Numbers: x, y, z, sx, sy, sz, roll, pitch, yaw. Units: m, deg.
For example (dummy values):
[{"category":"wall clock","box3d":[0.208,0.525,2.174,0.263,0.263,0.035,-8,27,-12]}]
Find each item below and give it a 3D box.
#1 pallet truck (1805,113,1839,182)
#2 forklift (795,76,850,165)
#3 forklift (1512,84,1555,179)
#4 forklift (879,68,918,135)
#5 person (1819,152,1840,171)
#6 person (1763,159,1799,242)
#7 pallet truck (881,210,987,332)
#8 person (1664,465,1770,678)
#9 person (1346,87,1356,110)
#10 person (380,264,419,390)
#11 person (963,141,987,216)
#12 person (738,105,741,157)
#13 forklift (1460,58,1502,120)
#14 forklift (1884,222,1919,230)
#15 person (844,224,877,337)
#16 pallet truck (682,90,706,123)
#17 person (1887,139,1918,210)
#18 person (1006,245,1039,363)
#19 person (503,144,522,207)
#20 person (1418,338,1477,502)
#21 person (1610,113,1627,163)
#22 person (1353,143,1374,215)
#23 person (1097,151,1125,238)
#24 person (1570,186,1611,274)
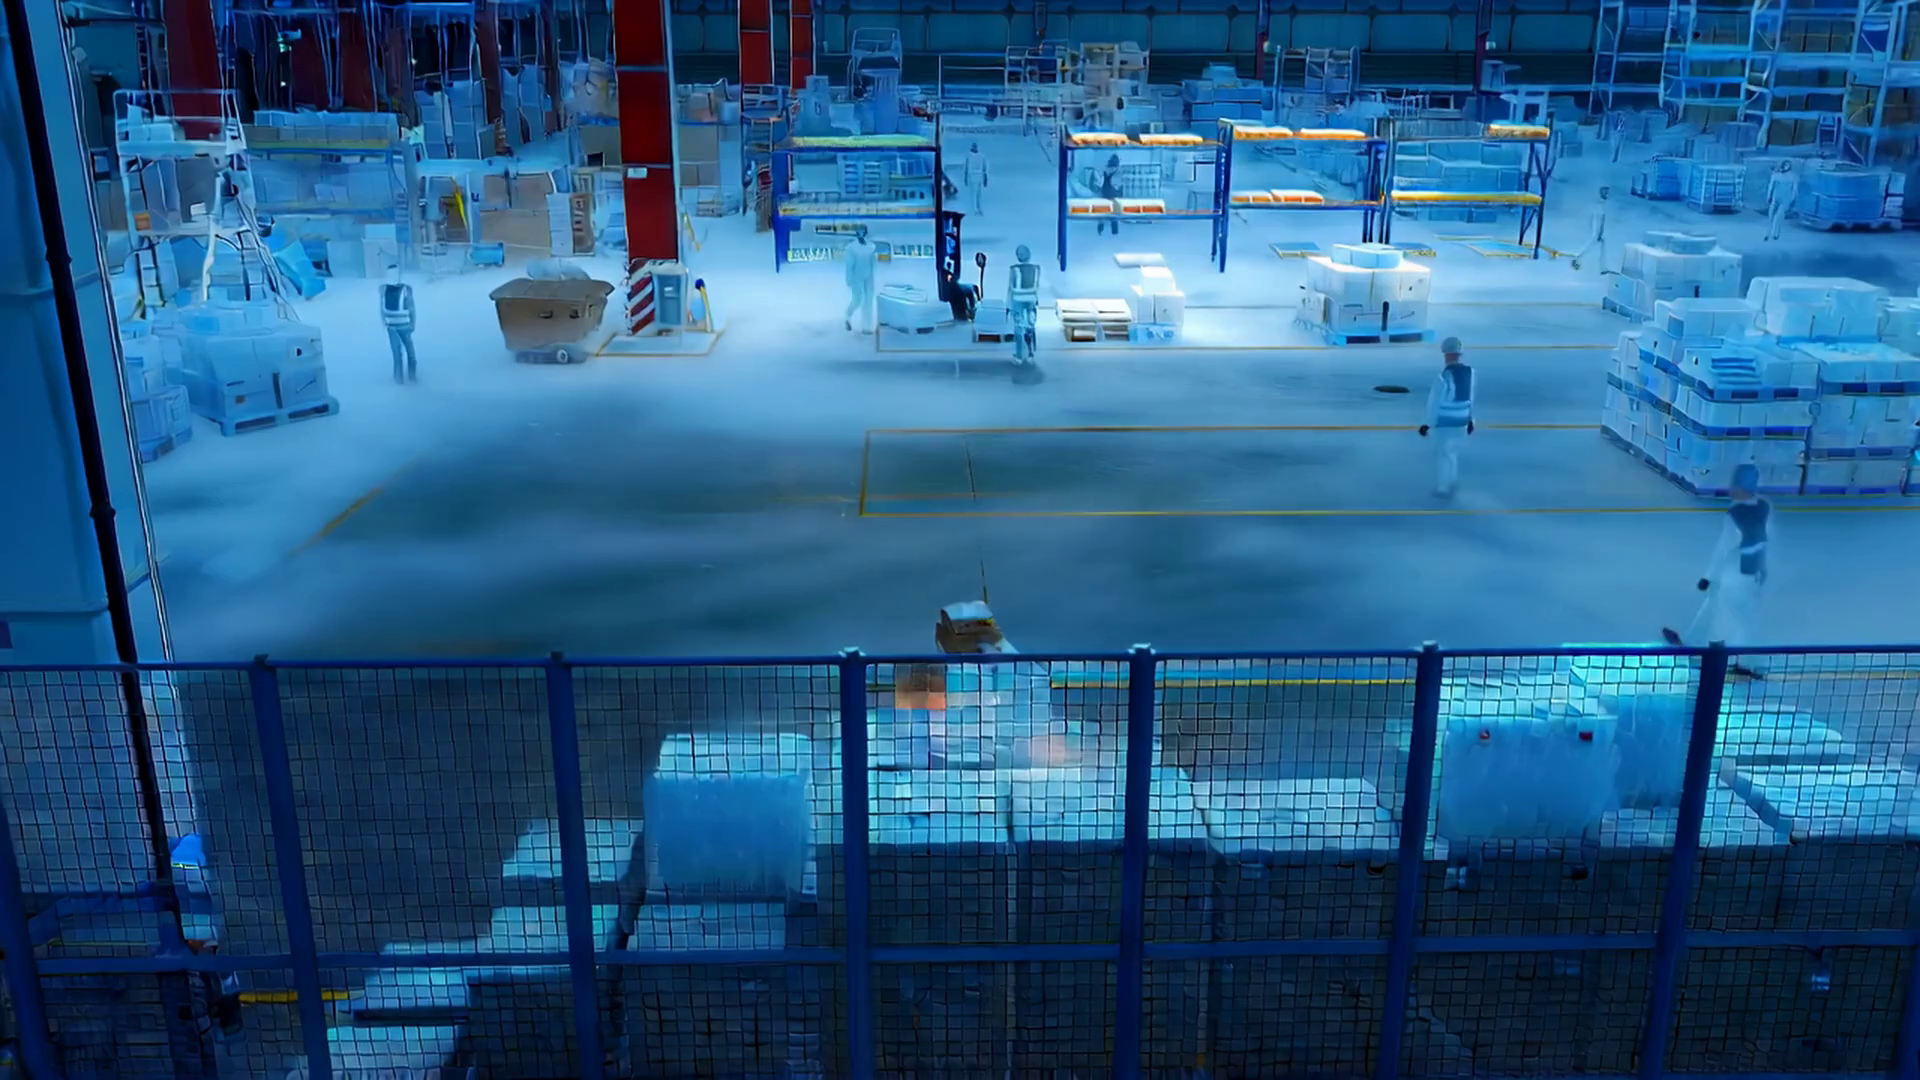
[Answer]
[{"category":"pallet truck","box3d":[26.403,-11.957,50.702,0.823,1.965,1.885,6,19,16]},{"category":"forklift","box3d":[-4.706,-14.034,55.504,1.873,2.768,1.129,-16,24,-39]},{"category":"forklift","box3d":[17.640,-12.679,51.485,1.129,2.768,1.873,-1,19,-3]},{"category":"forklift","box3d":[-2.566,-15.673,60.368,1.873,2.768,1.129,-10,21,-26]},{"category":"person","box3d":[22.608,-9.297,43.407,0.703,1.618,0.524,-14,23,-35]},{"category":"person","box3d":[19.141,-7.902,38.808,0.644,1.898,0.920,12,22,32]},{"category":"pallet truck","box3d":[-0.493,-4.759,29.349,1.885,1.965,0.823,-13,23,-34]},{"category":"person","box3d":[6.762,0.237,14.715,0.622,1.868,0.971,-16,24,-39]},{"category":"person","box3d":[15.375,-16.691,64.907,0.717,1.897,0.597,11,22,30]},{"category":"person","box3d":[-8.380,-3.181,24.846,0.576,1.881,0.354,6,20,18]},{"category":"person","box3d":[0.389,-9.452,43.444,0.609,1.879,0.947,-1,19,-4]},{"category":"person","box3d":[-7.327,-13.805,56.293,0.366,1.927,0.585,0,19,0]},{"category":"forklift","box3d":[21.597,-18.242,67.986,1.129,2.768,1.873,-13,23,-34]},{"category":"forklift","box3d":[23.981,-9.090,40.838,1.873,2.768,1.129,-1,19,-2]},{"category":"person","box3d":[-1.729,-4.479,28.641,0.640,1.919,0.624,-12,22,-31]},{"category":"pallet truck","box3d":[-9.671,-15.907,62.421,0.823,1.965,1.885,5,19,15]},{"category":"person","box3d":[24.910,-9.652,44.024,0.629,1.913,0.921,-2,19,-6]},{"category":"person","box3d":[1.006,-3.772,26.599,0.584,1.881,0.337,-10,21,-28]},{"category":"person","box3d":[-12.100,-9.854,44.932,0.401,1.681,0.551,9,21,26]},{"category":"person","box3d":[5.737,-1.410,19.520,0.635,1.923,0.491,-13,22,-33]},{"category":"person","box3d":[22.161,-13.537,55.953,0.533,1.624,0.460,17,25,41]},{"category":"person","box3d":[10.553,-9.435,43.478,0.655,1.830,0.447,-8,20,-22]},{"category":"person","box3d":[3.632,-8.212,39.528,0.693,2.000,0.560,13,23,34]},{"category":"person","box3d":[13.215,-6.435,34.589,0.870,1.835,0.527,-4,19,-11]}]
